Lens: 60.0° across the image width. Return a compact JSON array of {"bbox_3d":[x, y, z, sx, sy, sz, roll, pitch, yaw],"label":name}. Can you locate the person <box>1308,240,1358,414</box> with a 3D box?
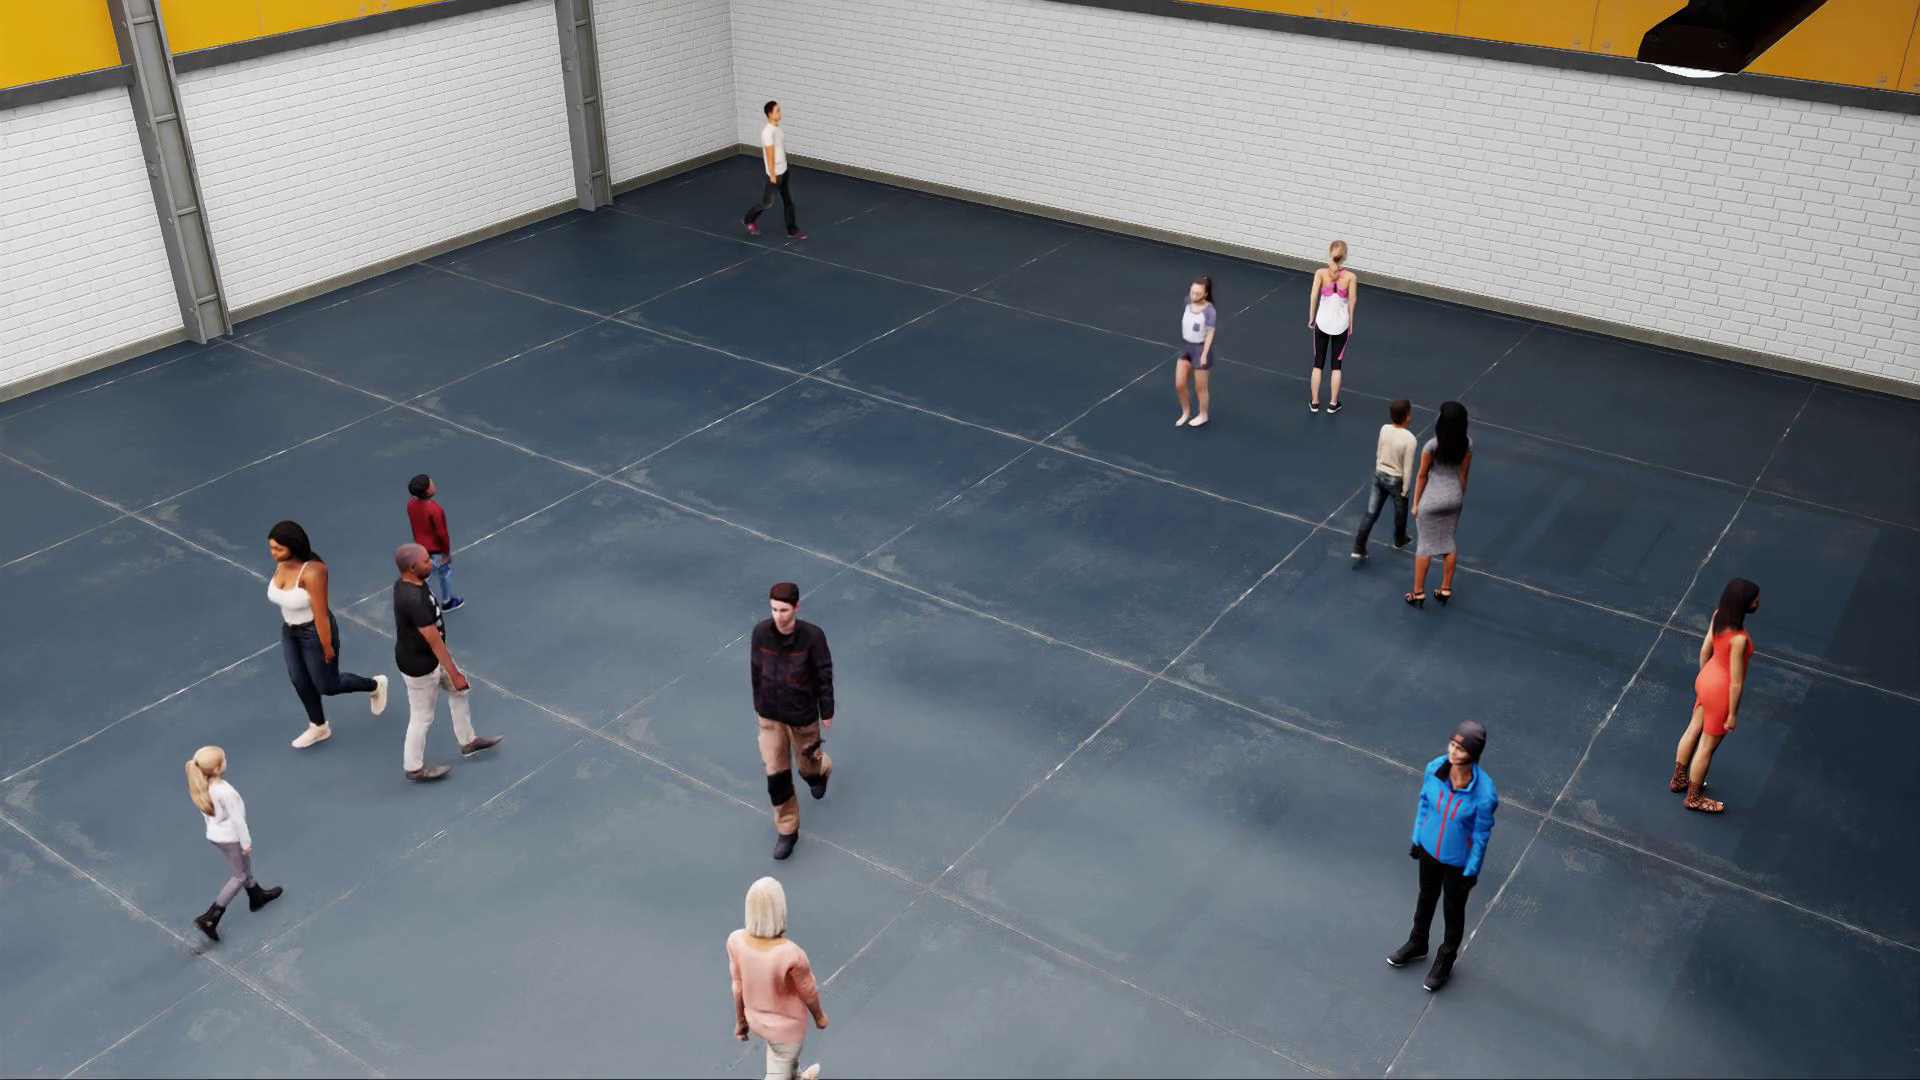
[{"bbox_3d":[3.733,-2.140,16.728,0.654,1.786,0.604,10,30,17],"label":"person"}]

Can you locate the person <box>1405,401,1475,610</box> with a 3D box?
[{"bbox_3d":[3.851,-0.274,13.318,0.675,1.776,0.737,-5,29,-10],"label":"person"}]

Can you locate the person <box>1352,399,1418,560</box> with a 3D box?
[{"bbox_3d":[3.584,-0.478,14.043,1.027,1.439,0.674,-25,37,-38],"label":"person"}]

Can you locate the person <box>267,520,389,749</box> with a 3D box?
[{"bbox_3d":[-4.452,0.631,11.649,0.677,1.786,0.973,23,36,36],"label":"person"}]

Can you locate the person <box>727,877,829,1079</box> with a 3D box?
[{"bbox_3d":[-0.959,2.486,8.357,0.698,1.682,1.173,14,32,24],"label":"person"}]

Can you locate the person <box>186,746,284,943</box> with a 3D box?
[{"bbox_3d":[-4.462,1.819,10.014,0.498,1.265,0.818,19,34,31],"label":"person"}]

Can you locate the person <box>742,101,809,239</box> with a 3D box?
[{"bbox_3d":[-2.471,-4.765,21.553,0.933,1.774,1.149,9,30,17],"label":"person"}]

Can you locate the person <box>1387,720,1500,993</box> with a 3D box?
[{"bbox_3d":[2.801,1.790,9.515,0.632,1.795,0.675,-19,34,-31],"label":"person"}]

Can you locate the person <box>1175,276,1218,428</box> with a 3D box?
[{"bbox_3d":[2.359,-1.858,16.393,0.747,1.613,0.698,-15,32,-26],"label":"person"}]

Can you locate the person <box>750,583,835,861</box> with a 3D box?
[{"bbox_3d":[-1.062,1.089,10.681,0.964,1.908,1.165,6,29,10],"label":"person"}]

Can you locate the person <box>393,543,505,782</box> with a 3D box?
[{"bbox_3d":[-3.713,0.861,11.235,1.071,1.778,0.966,-9,30,-16],"label":"person"}]

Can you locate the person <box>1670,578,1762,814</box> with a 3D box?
[{"bbox_3d":[5.015,1.013,11.019,0.730,1.719,0.640,-1,29,-2],"label":"person"}]

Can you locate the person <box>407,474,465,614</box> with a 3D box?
[{"bbox_3d":[-4.256,0.061,13.258,0.536,1.245,0.676,15,32,26],"label":"person"}]
